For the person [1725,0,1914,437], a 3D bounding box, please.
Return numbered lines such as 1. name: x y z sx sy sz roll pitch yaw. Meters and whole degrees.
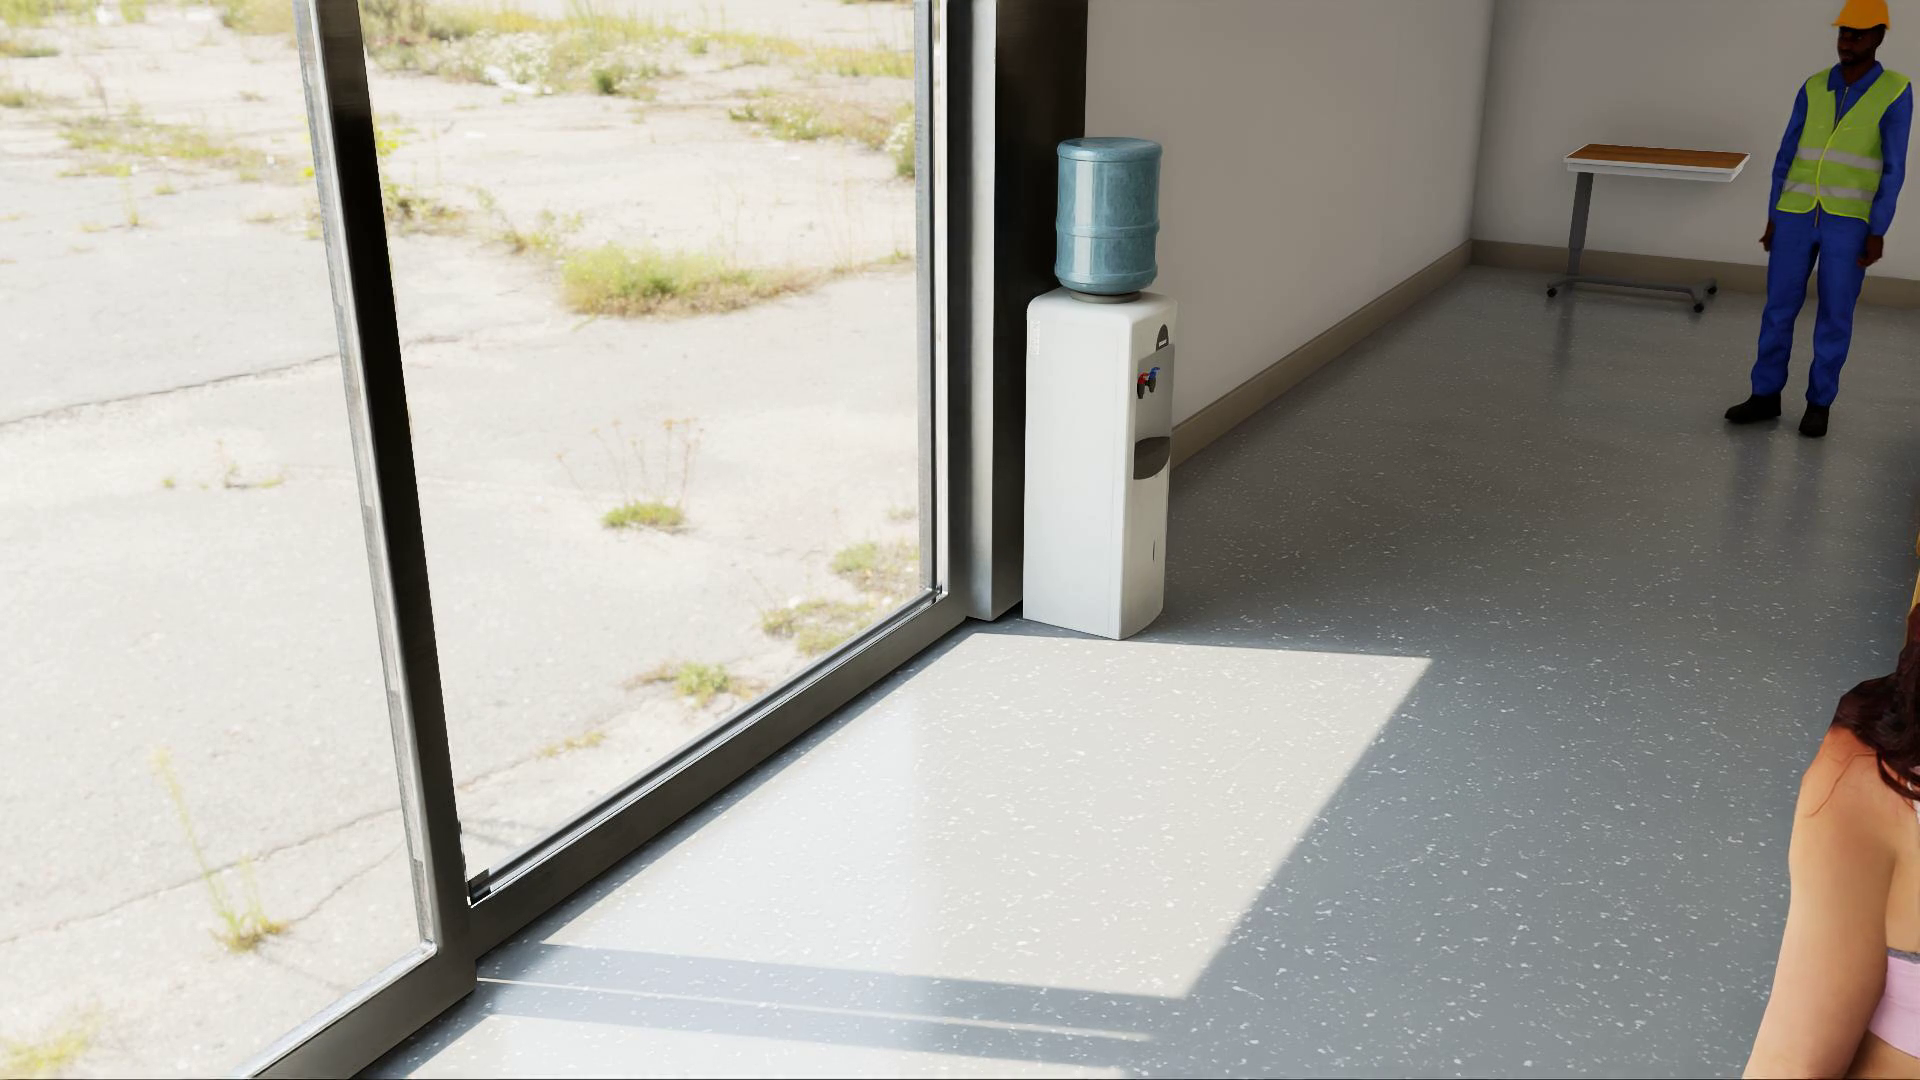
1. person: 3.669 -1.361 7.030 0.785 1.810 0.615 -19 28 -41
